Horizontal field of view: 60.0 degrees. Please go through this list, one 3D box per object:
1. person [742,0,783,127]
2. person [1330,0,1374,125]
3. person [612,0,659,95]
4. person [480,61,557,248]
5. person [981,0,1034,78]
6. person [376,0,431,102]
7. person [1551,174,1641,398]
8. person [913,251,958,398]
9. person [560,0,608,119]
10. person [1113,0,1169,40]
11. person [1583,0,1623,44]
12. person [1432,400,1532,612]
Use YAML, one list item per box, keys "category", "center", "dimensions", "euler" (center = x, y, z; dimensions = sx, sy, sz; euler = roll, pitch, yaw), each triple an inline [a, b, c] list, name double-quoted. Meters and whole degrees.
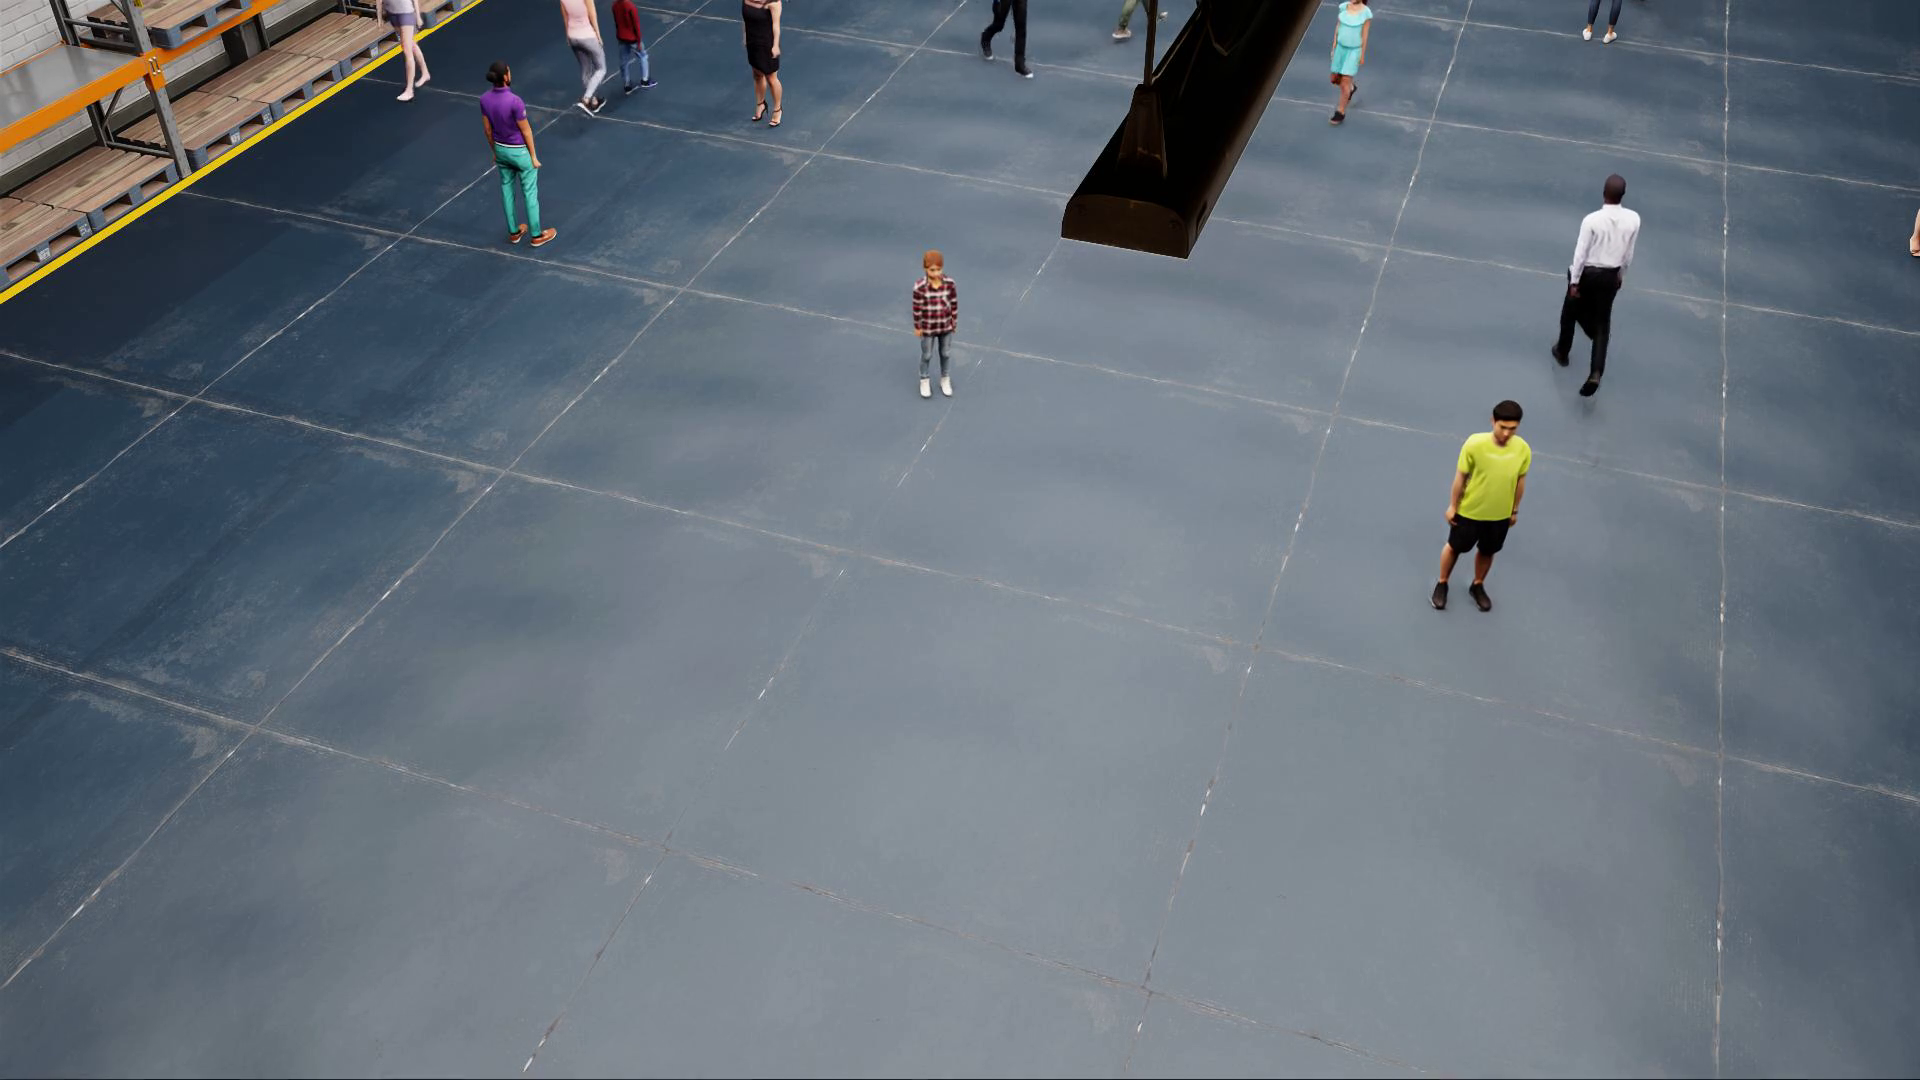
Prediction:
- category: "person"
  center: [-2.067, -5.197, 17.468]
  dimensions: [0.723, 1.718, 0.707]
  euler: [26, 46, 29]
- category: "person"
  center: [4.154, -5.199, 17.606]
  dimensions: [0.721, 1.548, 0.862]
  euler: [30, 47, 32]
- category: "person"
  center: [-3.663, -5.490, 18.214]
  dimensions: [0.569, 1.244, 0.664]
  euler: [19, 43, 23]
- category: "person"
  center: [-4.136, -3.572, 15.394]
  dimensions: [0.623, 1.766, 0.542]
  euler: [12, 40, 14]
- category: "person"
  center: [0.509, -6.110, 18.572]
  dimensions: [1.155, 1.767, 1.135]
  euler: [-21, 43, -25]
- category: "person"
  center: [-6.046, -5.771, 18.173]
  dimensions: [0.591, 1.735, 0.962]
  euler: [15, 41, 18]
- category: "person"
  center: [5.156, -2.026, 13.430]
  dimensions: [0.857, 1.802, 1.262]
  euler: [3, 39, 4]
- category: "person"
  center: [-0.197, -1.772, 13.510]
  dimensions: [0.605, 1.305, 0.641]
  euler: [-8, 39, -10]
- category: "person"
  center: [-4.006, -5.279, 17.572]
  dimensions: [0.550, 1.716, 0.835]
  euler: [13, 40, 15]
- category: "person"
  center: [2.065, -6.628, 19.346]
  dimensions: [1.206, 1.610, 0.971]
  euler: [-28, 46, -30]
- category: "person"
  center: [7.584, -6.676, 19.247]
  dimensions: [0.610, 1.809, 0.524]
  euler: [17, 42, 20]
- category: "person"
  center: [3.550, -0.246, 11.277]
  dimensions: [0.680, 1.706, 0.615]
  euler: [3, 39, 3]
